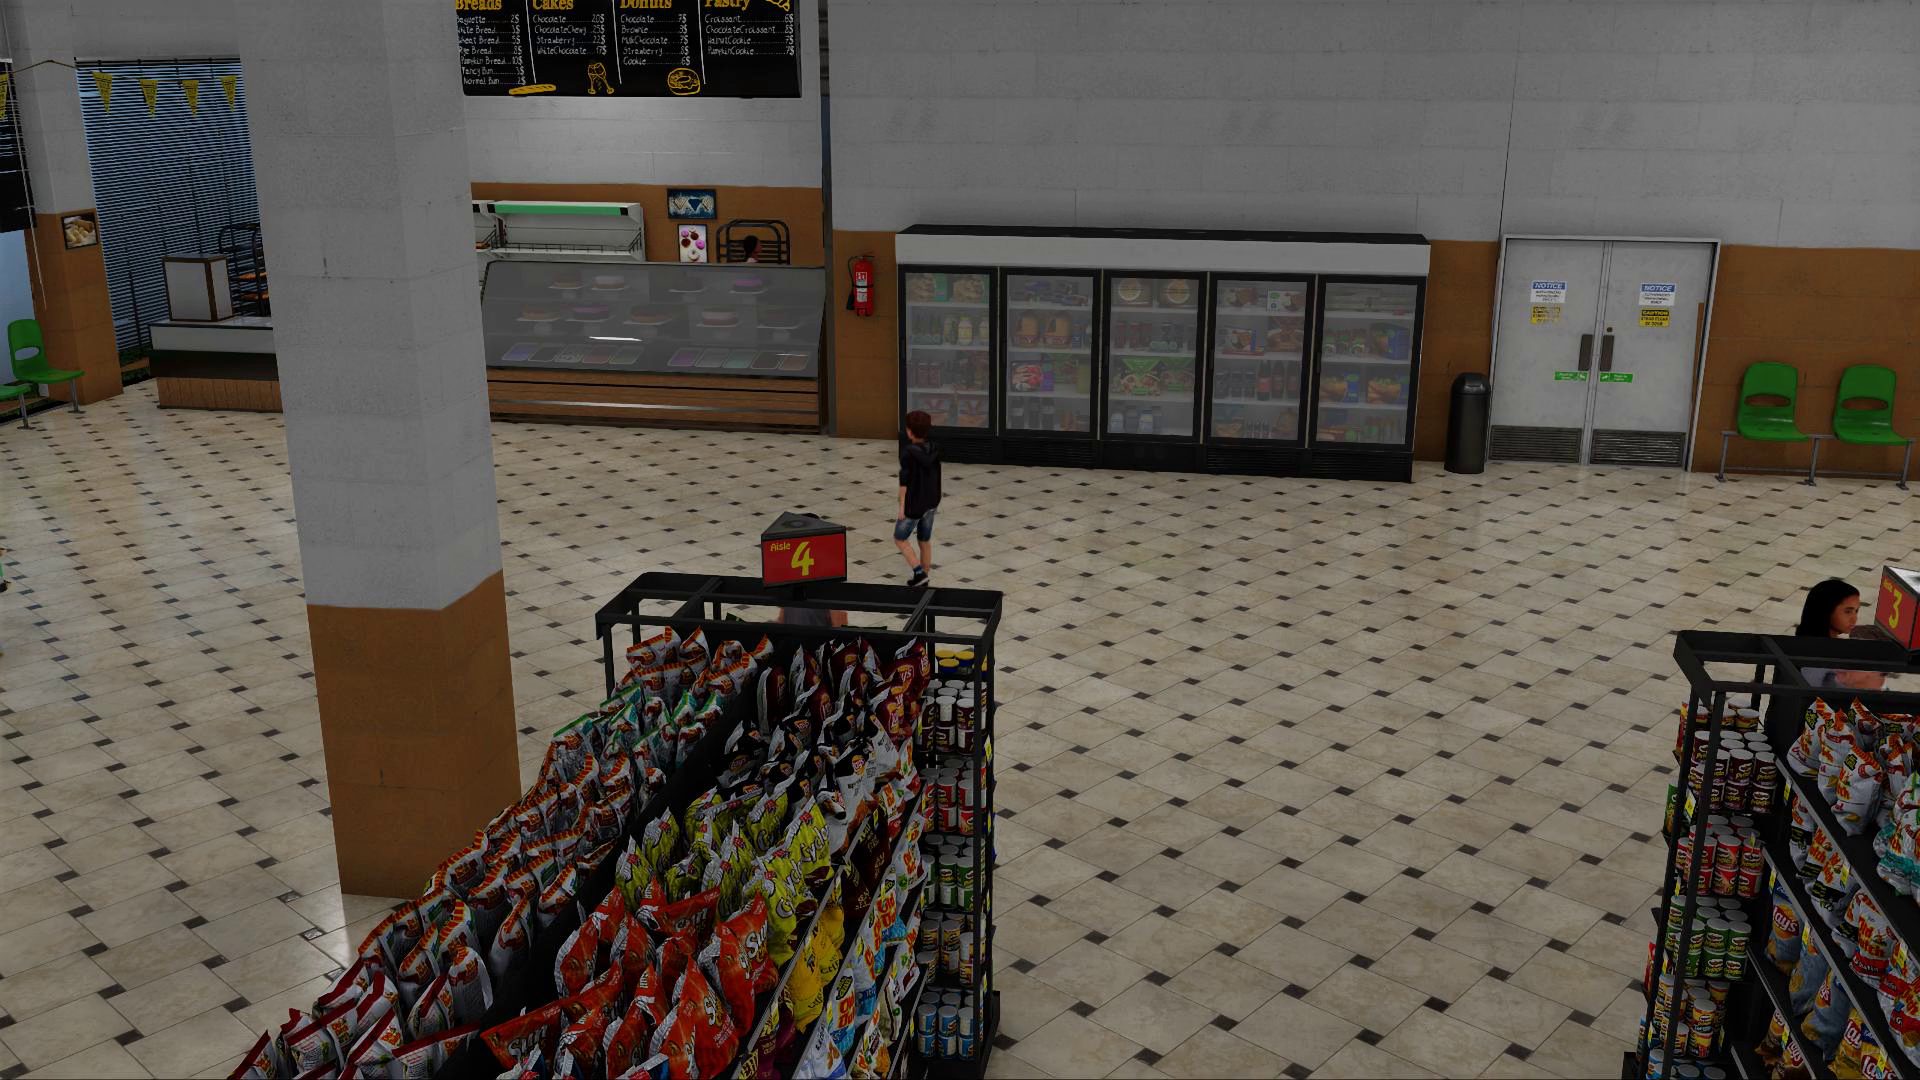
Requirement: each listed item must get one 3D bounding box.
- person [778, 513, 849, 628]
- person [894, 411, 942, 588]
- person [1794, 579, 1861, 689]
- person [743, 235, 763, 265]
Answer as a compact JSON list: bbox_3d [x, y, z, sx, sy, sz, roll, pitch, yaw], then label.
[{"bbox_3d":[-0.794,0.693,9.059,0.698,1.754,0.693,13,21,36],"label":"person"},{"bbox_3d":[-0.290,-0.268,12.763,0.660,1.441,0.723,-13,21,-36],"label":"person"},{"bbox_3d":[4.059,1.021,8.009,0.738,1.736,0.604,11,20,33],"label":"person"},{"bbox_3d":[-2.734,-3.035,21.397,0.882,1.719,1.036,-3,17,-10],"label":"person"}]
